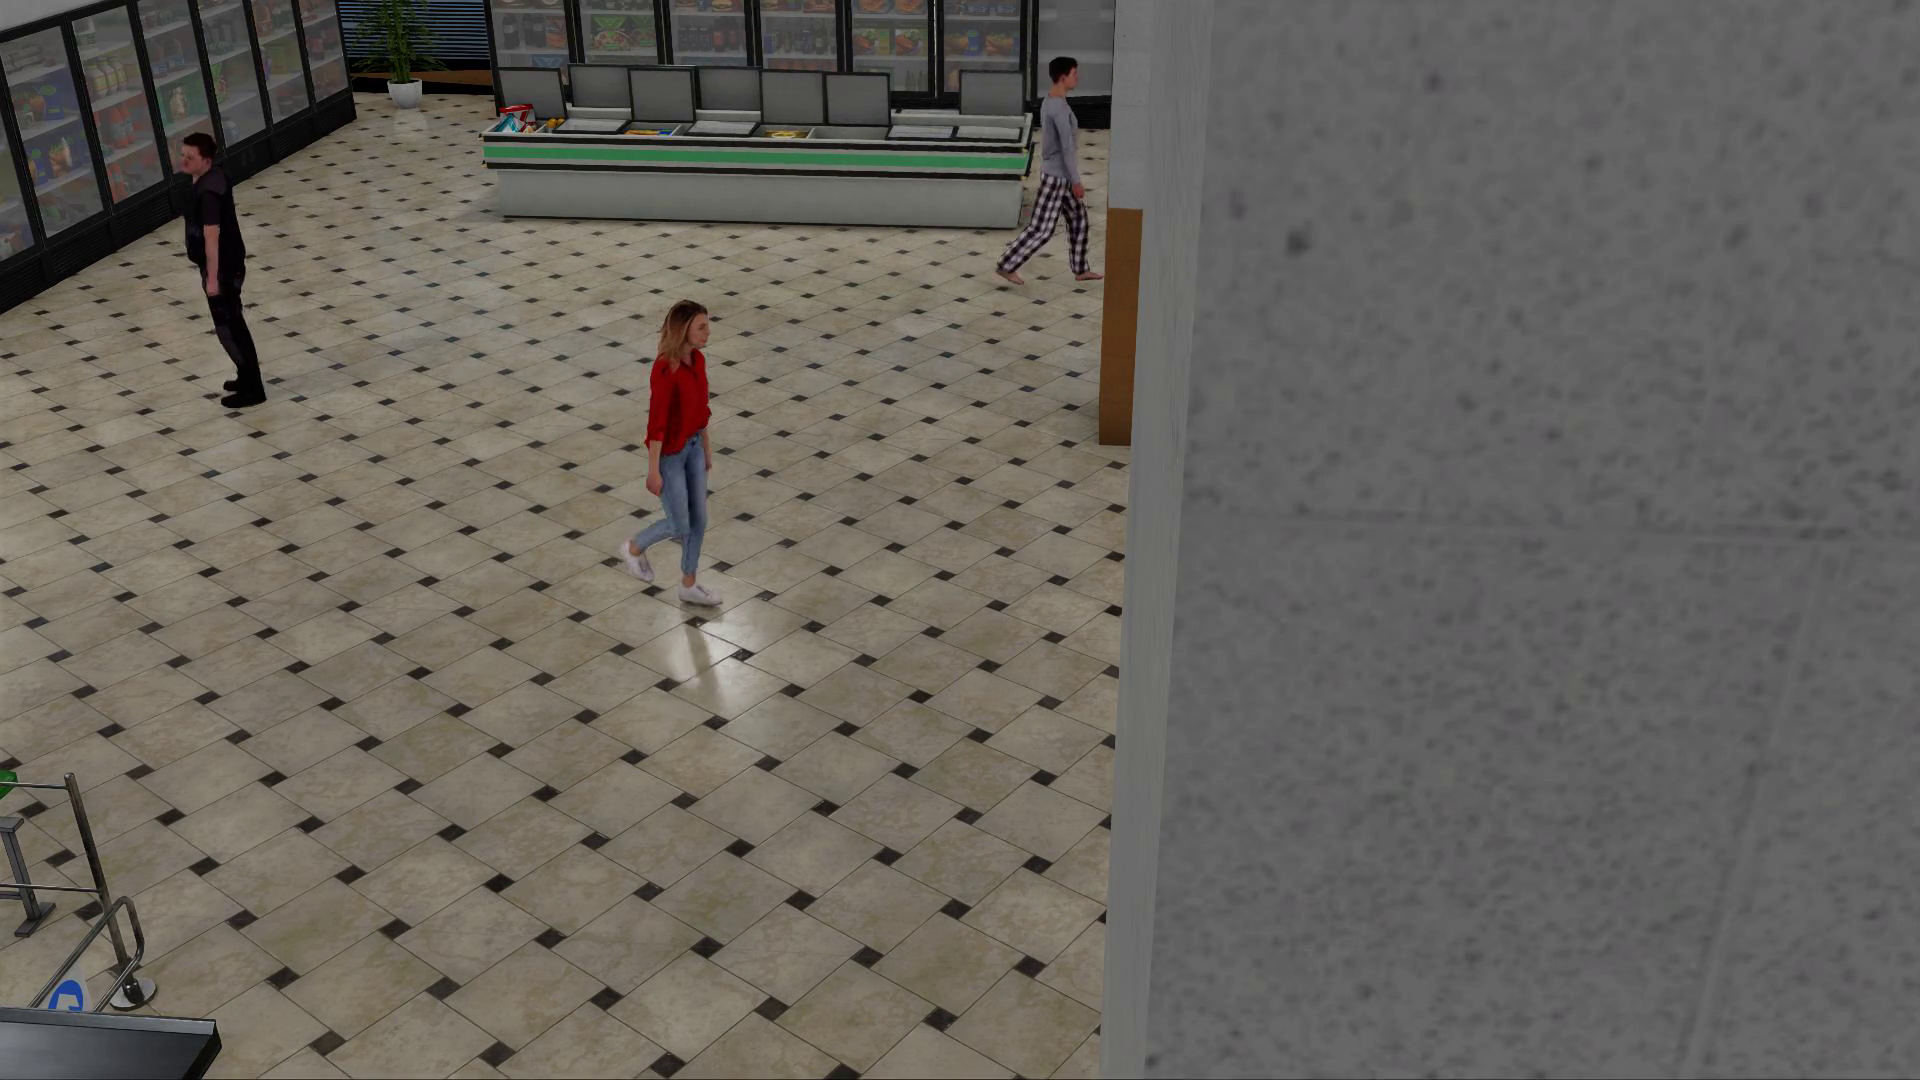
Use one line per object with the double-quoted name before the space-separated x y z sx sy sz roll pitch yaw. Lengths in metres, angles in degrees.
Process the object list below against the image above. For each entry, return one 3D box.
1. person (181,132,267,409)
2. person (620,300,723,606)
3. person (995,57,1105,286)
"person" -4.945 -1.817 11.111 0.776 1.838 0.837 -5 27 -9
"person" -1.519 -0.426 8.542 0.916 1.681 0.780 9 28 18
"person" 0.681 -2.870 13.225 1.179 1.804 0.721 -1 27 -1
